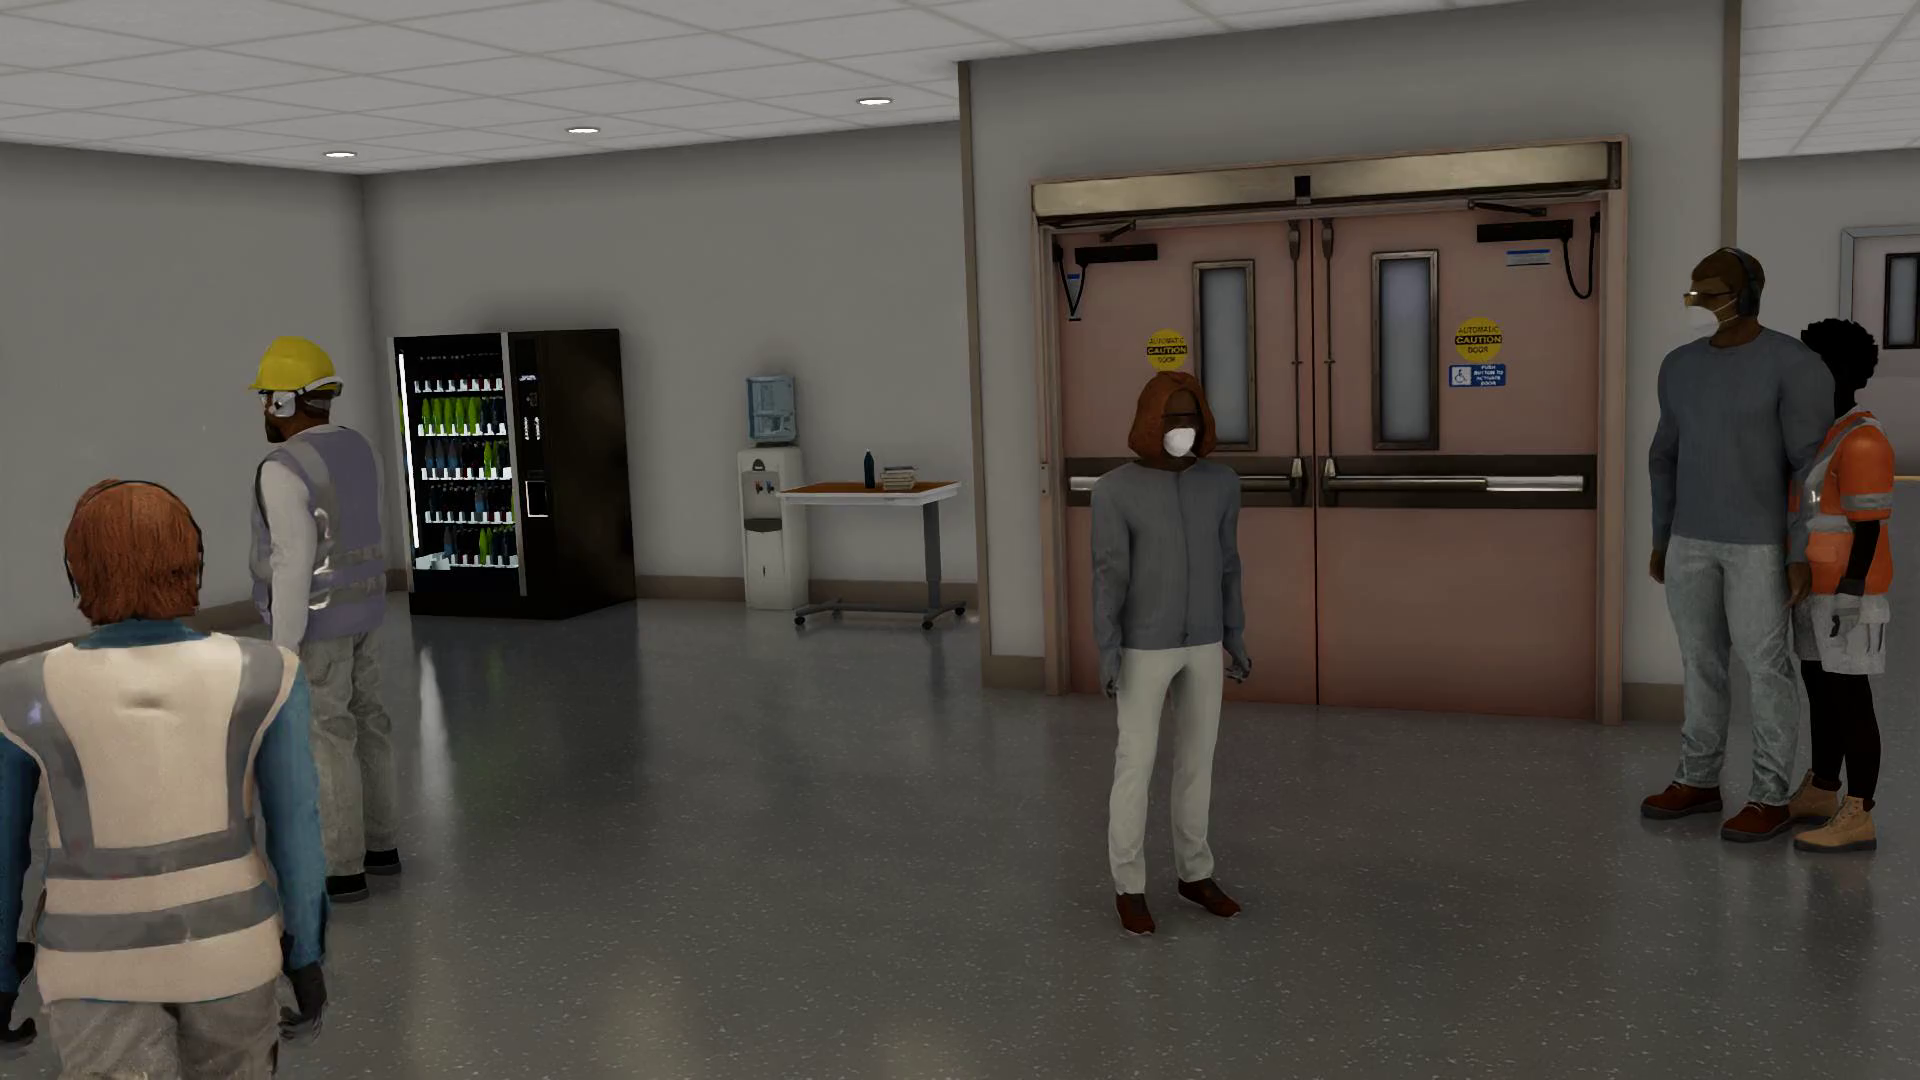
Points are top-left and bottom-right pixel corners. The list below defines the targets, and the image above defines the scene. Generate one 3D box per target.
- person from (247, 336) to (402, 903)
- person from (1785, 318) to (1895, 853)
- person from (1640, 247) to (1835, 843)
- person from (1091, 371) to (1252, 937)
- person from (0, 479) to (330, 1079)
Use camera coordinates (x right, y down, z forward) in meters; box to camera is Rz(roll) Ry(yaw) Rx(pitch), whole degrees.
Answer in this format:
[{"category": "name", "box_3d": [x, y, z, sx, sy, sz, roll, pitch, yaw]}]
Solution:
[{"category": "person", "box_3d": [-2.081, 0.260, 5.413, 0.404, 1.835, 0.586, -1, 7, 9]}, {"category": "person", "box_3d": [2.792, 0.142, 5.336, 0.318, 1.697, 0.535, -1, 7, 7]}, {"category": "person", "box_3d": [2.545, 0.013, 5.482, 0.352, 1.936, 0.635, -6, 8, -26]}, {"category": "person", "box_3d": [0.622, 0.323, 4.861, 0.507, 1.631, 0.271, -6, 8, -24]}, {"category": "person", "box_3d": [-1.285, 0.700, 2.676, 0.526, 1.598, 0.848, -7, 9, -31]}]
